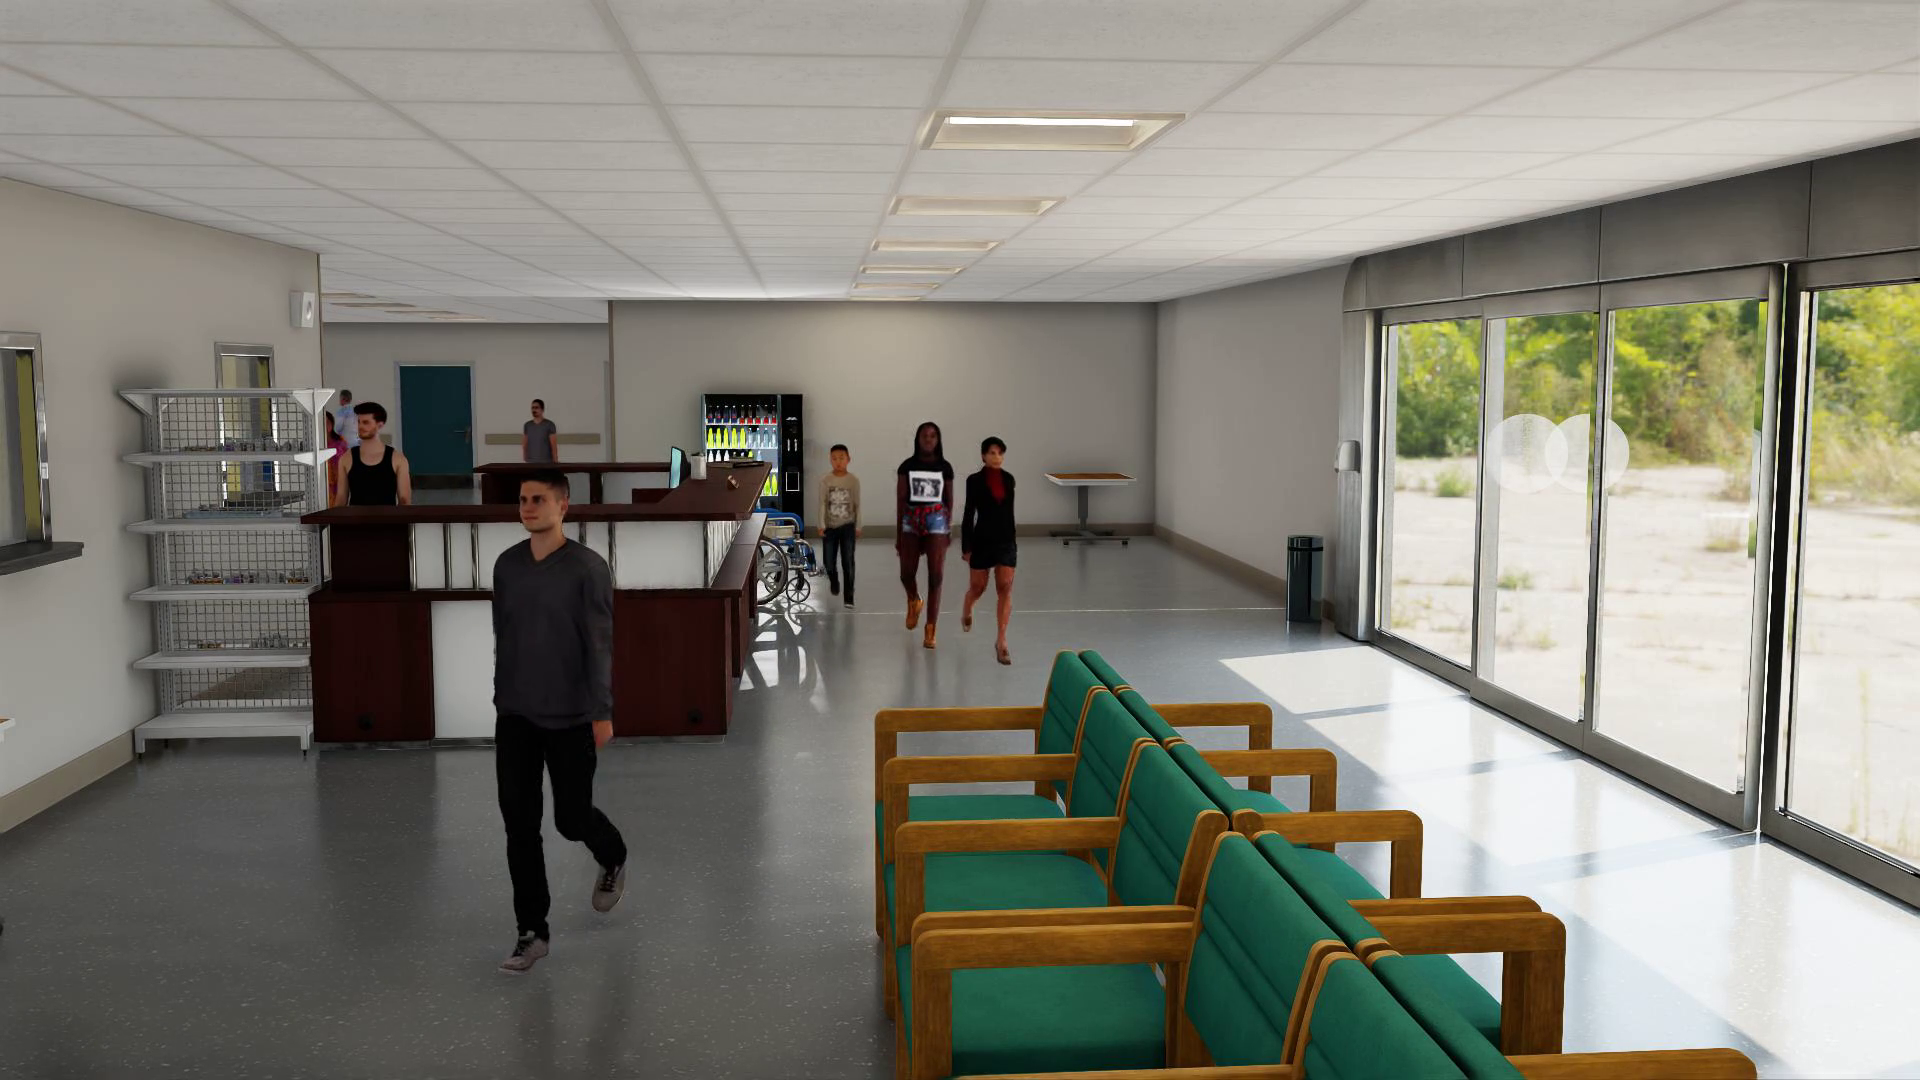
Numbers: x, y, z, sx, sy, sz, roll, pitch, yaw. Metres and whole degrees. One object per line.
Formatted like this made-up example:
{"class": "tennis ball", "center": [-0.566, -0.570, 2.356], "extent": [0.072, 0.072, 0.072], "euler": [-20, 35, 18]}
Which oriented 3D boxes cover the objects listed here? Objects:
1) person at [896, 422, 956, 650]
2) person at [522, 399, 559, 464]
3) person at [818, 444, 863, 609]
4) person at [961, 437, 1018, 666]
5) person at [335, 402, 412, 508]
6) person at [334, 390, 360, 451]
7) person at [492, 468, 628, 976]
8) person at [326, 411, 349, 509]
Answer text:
{"class": "person", "center": [-0.272, -0.038, 12.719], "extent": [0.803, 1.713, 0.714], "euler": [0, 6, 1]}
{"class": "person", "center": [-5.481, -0.970, 21.834], "extent": [0.711, 1.743, 0.775], "euler": [1, 6, 7]}
{"class": "person", "center": [-1.086, -0.120, 14.870], "extent": [0.822, 1.444, 0.587], "euler": [-1, 6, -7]}
{"class": "person", "center": [0.205, 0.078, 12.012], "extent": [0.871, 1.623, 0.760], "euler": [-2, 6, -20]}
{"class": "person", "center": [-4.147, -0.033, 11.770], "extent": [0.517, 1.892, 0.739], "euler": [-1, 6, -8]}
{"class": "person", "center": [-9.780, -1.494, 26.732], "extent": [1.171, 1.804, 0.891], "euler": [1, 6, 12]}
{"class": "person", "center": [-1.446, 0.623, 6.001], "extent": [1.035, 1.743, 0.880], "euler": [1, 6, 13]}
{"class": "person", "center": [-7.288, -0.672, 19.250], "extent": [1.133, 1.665, 0.949], "euler": [-3, 6, -25]}
